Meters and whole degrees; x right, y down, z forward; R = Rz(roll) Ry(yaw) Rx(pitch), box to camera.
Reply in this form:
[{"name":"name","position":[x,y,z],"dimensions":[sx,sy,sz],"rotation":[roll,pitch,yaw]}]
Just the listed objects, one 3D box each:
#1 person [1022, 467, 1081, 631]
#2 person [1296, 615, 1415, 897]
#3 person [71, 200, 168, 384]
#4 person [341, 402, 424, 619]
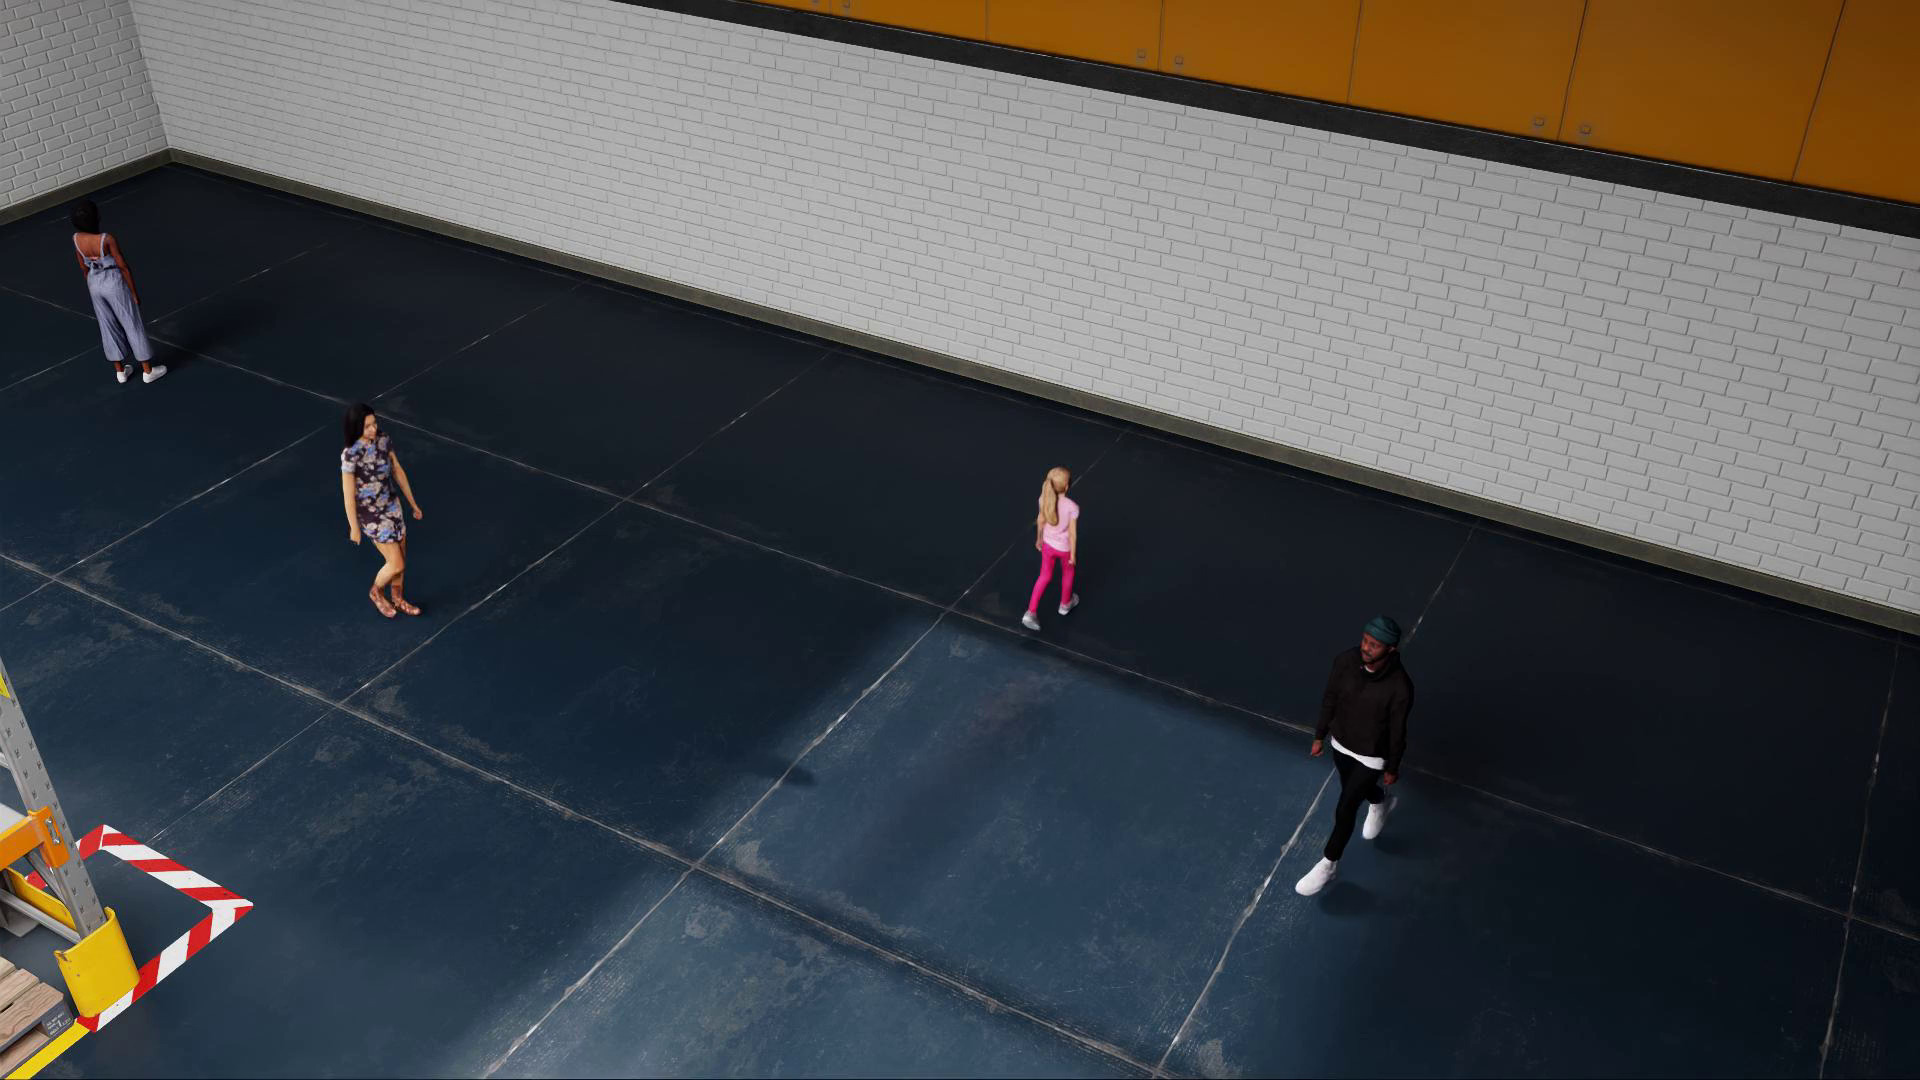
[{"name":"person","position":[0.649,0.066,11.580],"dimensions":[0.506,1.255,0.859],"rotation":[19,38,27]},{"name":"person","position":[2.340,1.146,9.475],"dimensions":[1.283,1.785,0.970],"rotation":[-23,40,-31]},{"name":"person","position":[-7.419,-2.170,14.544],"dimensions":[0.649,1.696,0.655],"rotation":[3,34,4]},{"name":"person","position":[-4.101,-0.199,11.554],"dimensions":[0.728,1.723,0.615],"rotation":[11,35,16]}]
